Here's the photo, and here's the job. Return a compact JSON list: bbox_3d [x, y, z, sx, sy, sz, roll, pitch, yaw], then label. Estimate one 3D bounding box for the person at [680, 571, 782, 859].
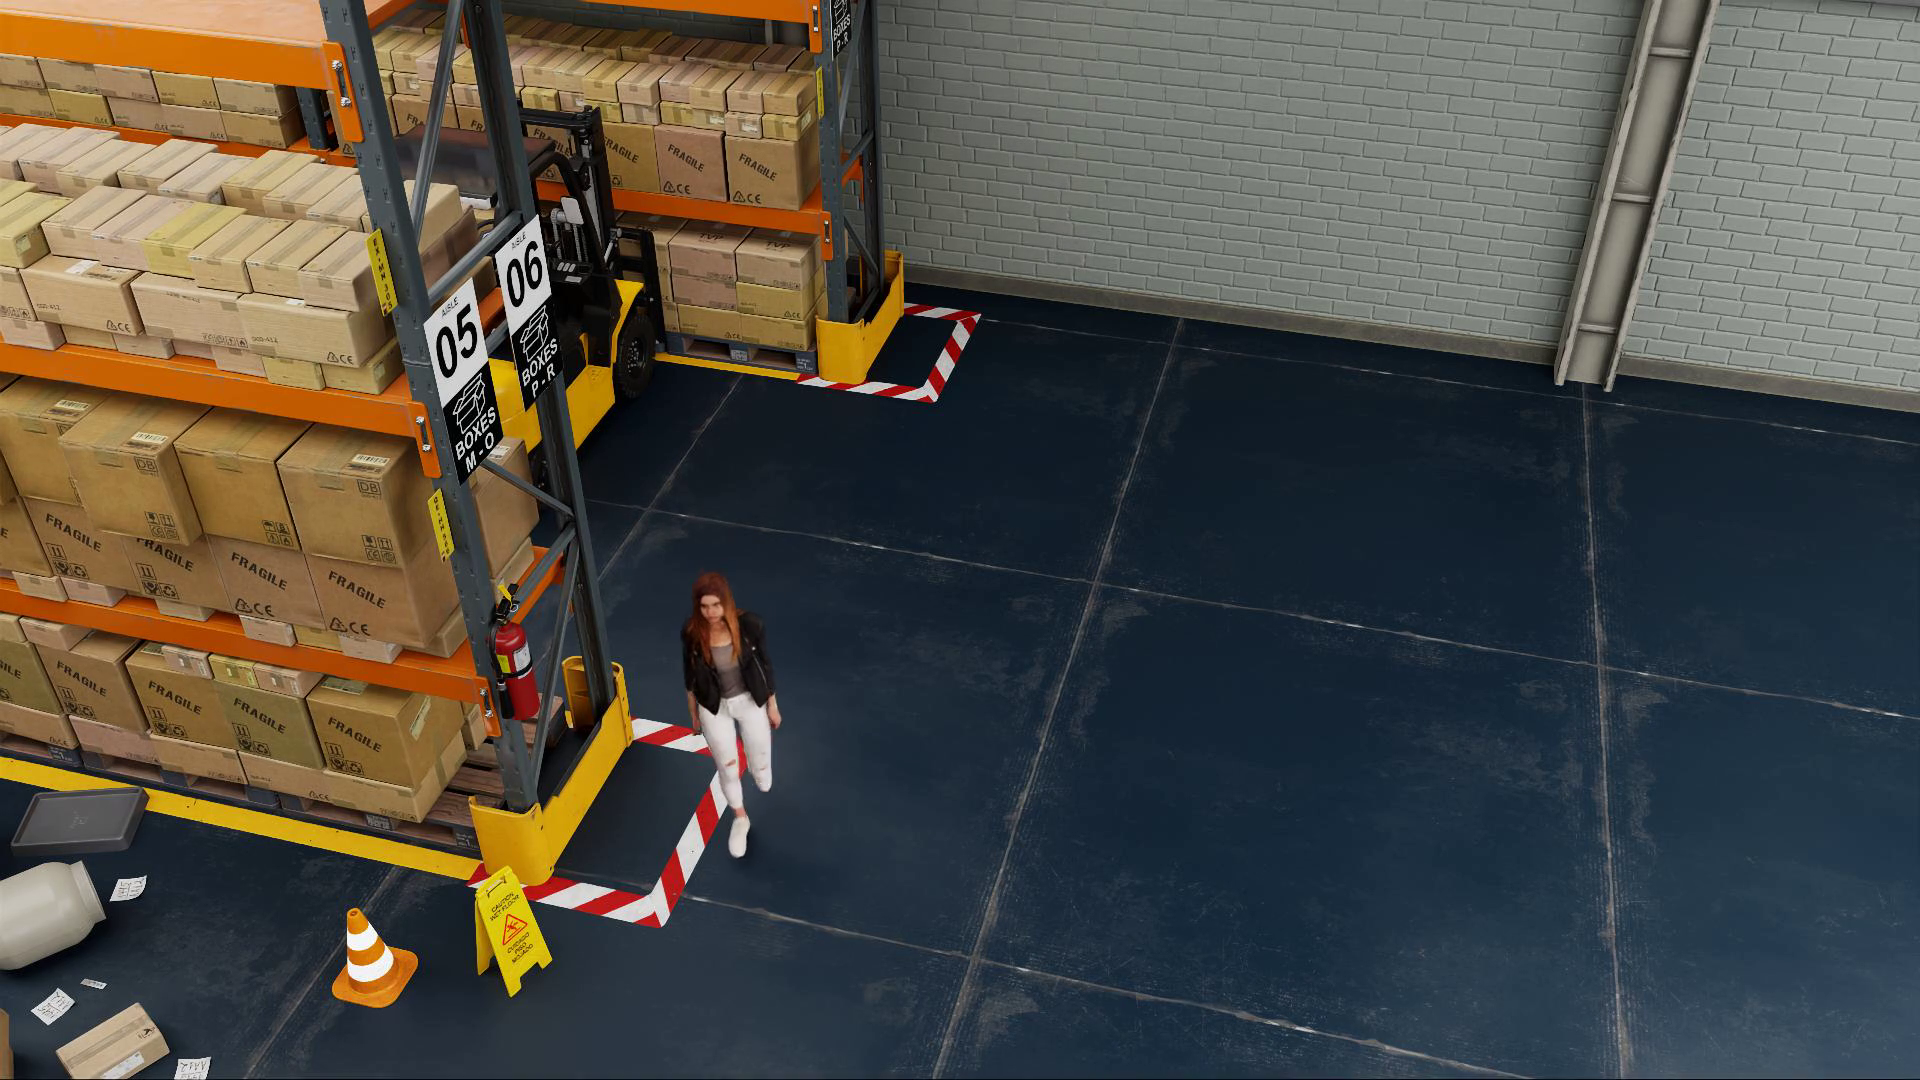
[{"bbox_3d":[-1.122,0.789,8.254,0.857,1.685,0.831,-3,37,-3],"label":"person"}]
